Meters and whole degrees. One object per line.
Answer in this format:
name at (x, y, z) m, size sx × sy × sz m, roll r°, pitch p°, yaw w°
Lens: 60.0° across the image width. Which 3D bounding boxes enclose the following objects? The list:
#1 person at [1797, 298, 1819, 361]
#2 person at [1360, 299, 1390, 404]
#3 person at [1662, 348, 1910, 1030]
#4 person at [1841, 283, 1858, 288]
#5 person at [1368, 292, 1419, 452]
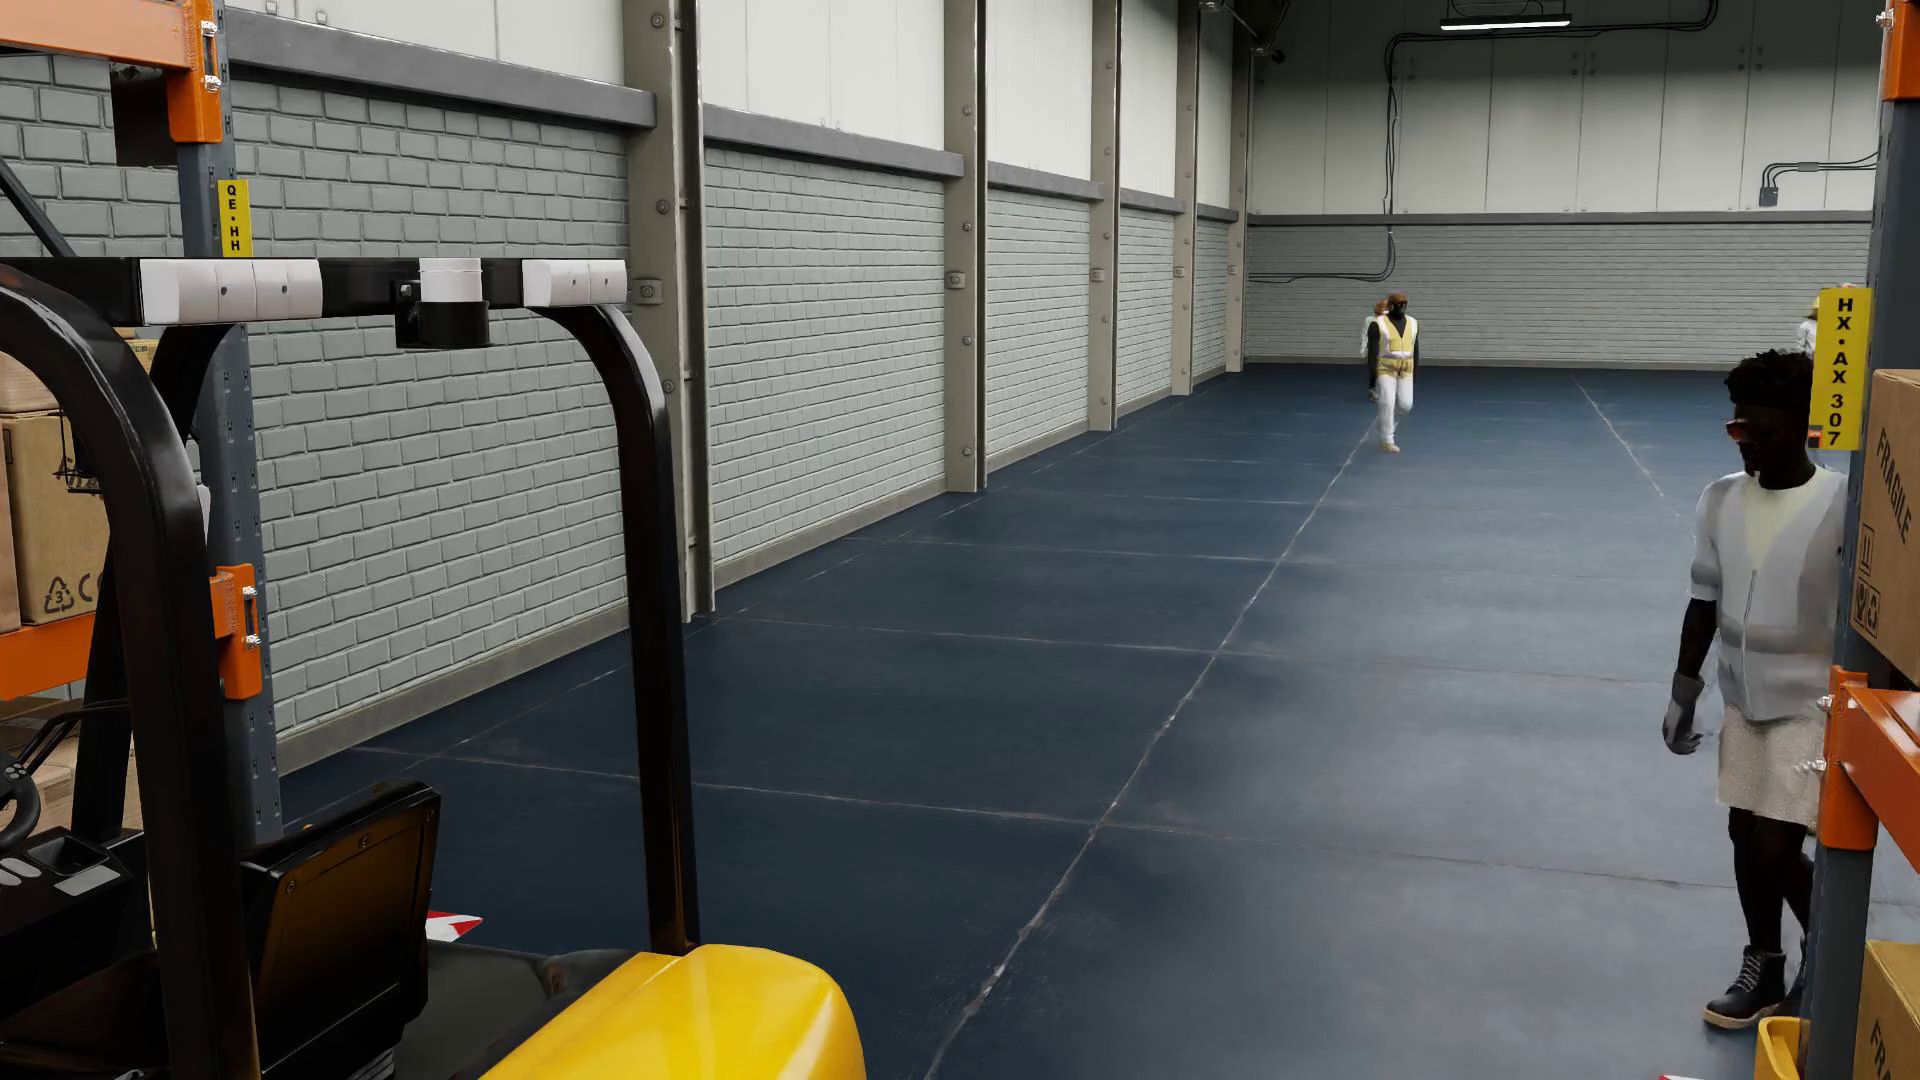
person at (10.883, -2.211, 21.055) m, size 0.498 × 1.724 × 0.563 m, roll 2°, pitch 10°, yaw 10°
person at (6.441, -2.916, 25.626) m, size 0.519 × 1.591 × 0.850 m, roll 3°, pitch 10°, yaw 17°
person at (2.258, 0.449, 4.562) m, size 0.467 × 1.939 × 0.686 m, roll -4°, pitch 10°, yaw -23°
person at (11.598, -2.436, 21.948) m, size 0.718 × 1.864 × 0.810 m, roll 3°, pitch 10°, yaw 15°
person at (4.942, -1.923, 19.058) m, size 0.624 × 1.829 × 0.546 m, roll -2°, pitch 10°, yaw -13°
